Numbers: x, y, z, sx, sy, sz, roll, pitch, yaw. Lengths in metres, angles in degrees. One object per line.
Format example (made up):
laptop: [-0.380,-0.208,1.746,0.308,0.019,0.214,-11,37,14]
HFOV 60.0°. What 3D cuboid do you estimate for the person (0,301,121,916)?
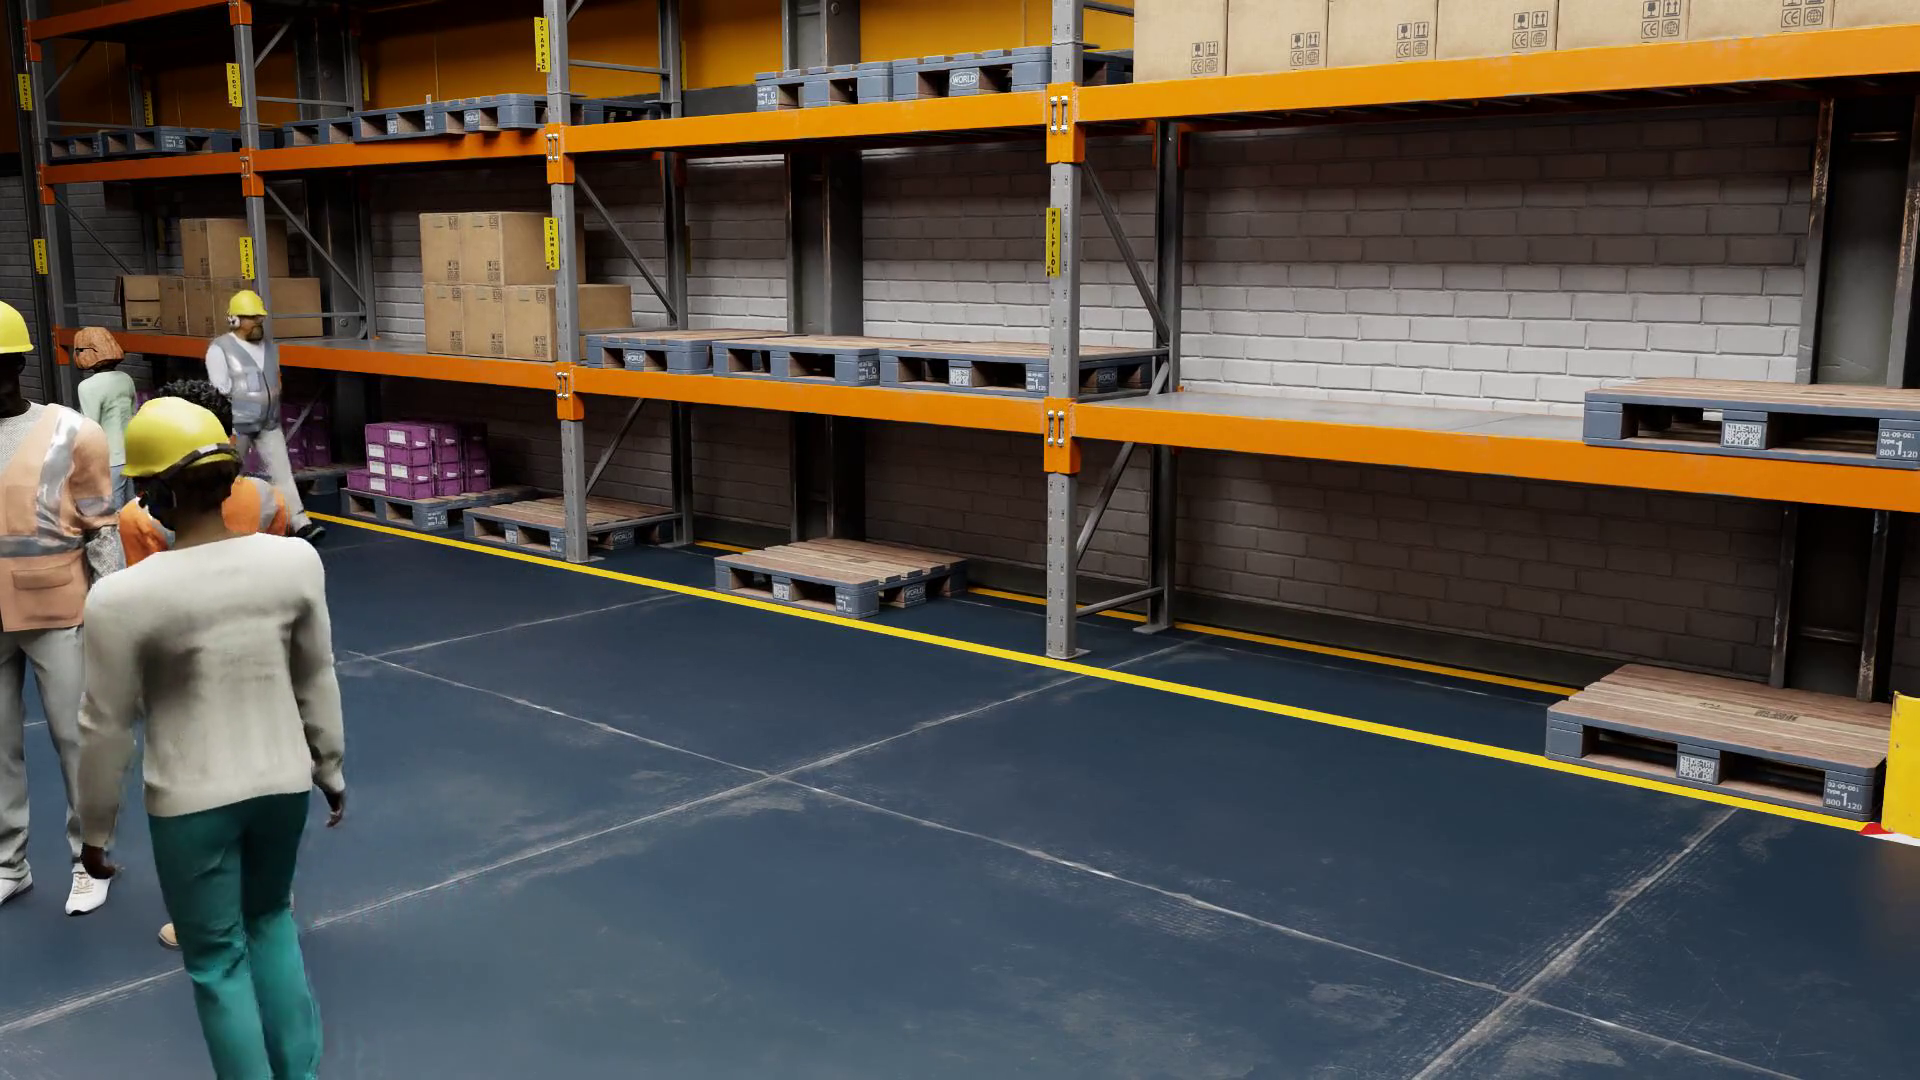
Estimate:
person: [-2.916,0.220,5.150,0.594,1.926,0.366,-1,10,-6]

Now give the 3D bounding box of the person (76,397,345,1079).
person: [-1.675,0.556,3.699,0.437,1.751,0.555,8,13,37]

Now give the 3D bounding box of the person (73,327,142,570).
person: [-4.929,-0.421,9.670,0.288,1.626,0.497,0,10,2]

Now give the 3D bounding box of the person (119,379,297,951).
person: [-2.220,0.373,4.937,0.318,1.697,0.534,5,11,27]

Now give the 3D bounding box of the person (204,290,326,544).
person: [-4.882,-0.827,11.525,0.943,1.777,0.620,6,11,29]
